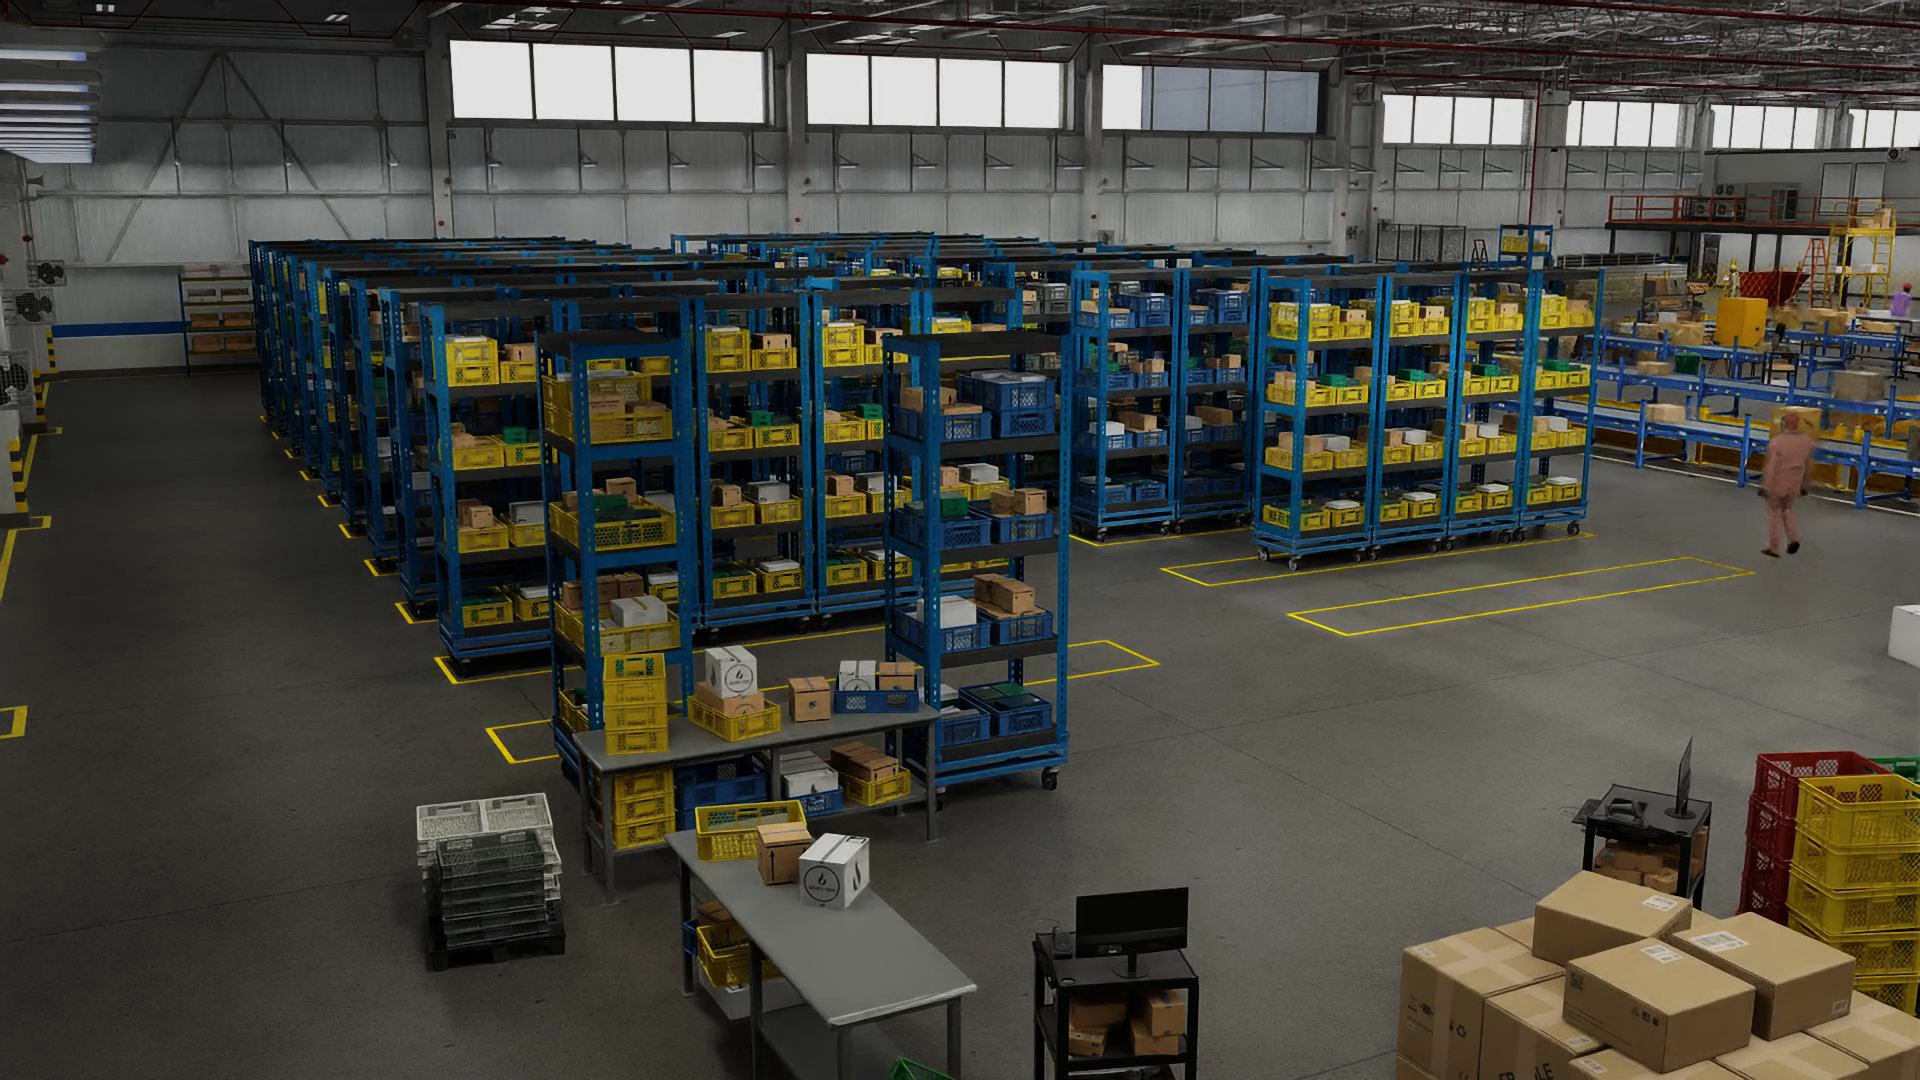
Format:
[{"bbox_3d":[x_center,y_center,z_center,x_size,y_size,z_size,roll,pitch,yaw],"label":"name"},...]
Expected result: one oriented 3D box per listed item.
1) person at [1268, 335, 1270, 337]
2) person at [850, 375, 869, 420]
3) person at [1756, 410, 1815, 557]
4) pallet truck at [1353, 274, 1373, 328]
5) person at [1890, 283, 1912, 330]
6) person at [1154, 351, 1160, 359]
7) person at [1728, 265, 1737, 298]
[{"bbox_3d":[6.187,-3.312,33.688,0.552,1.725,0.853,-3,12,-14],"label":"person"},{"bbox_3d":[-1.542,-1.565,24.926,0.610,2.002,1.036,-5,13,-23],"label":"person"},{"bbox_3d":[10.478,-0.714,21.191,0.645,1.893,0.422,-3,12,-12],"label":"person"},{"bbox_3d":[13.011,-8.050,55.243,0.823,1.965,1.885,-7,14,-28],"label":"pallet truck"},{"bbox_3d":[27.678,-6.639,48.995,0.960,1.865,0.563,-4,13,-19],"label":"person"},{"bbox_3d":[4.127,-3.888,36.263,0.573,1.801,0.978,-4,13,-16],"label":"person"},{"bbox_3d":[28.900,-9.436,62.324,0.304,1.743,0.494,4,13,20],"label":"person"}]
